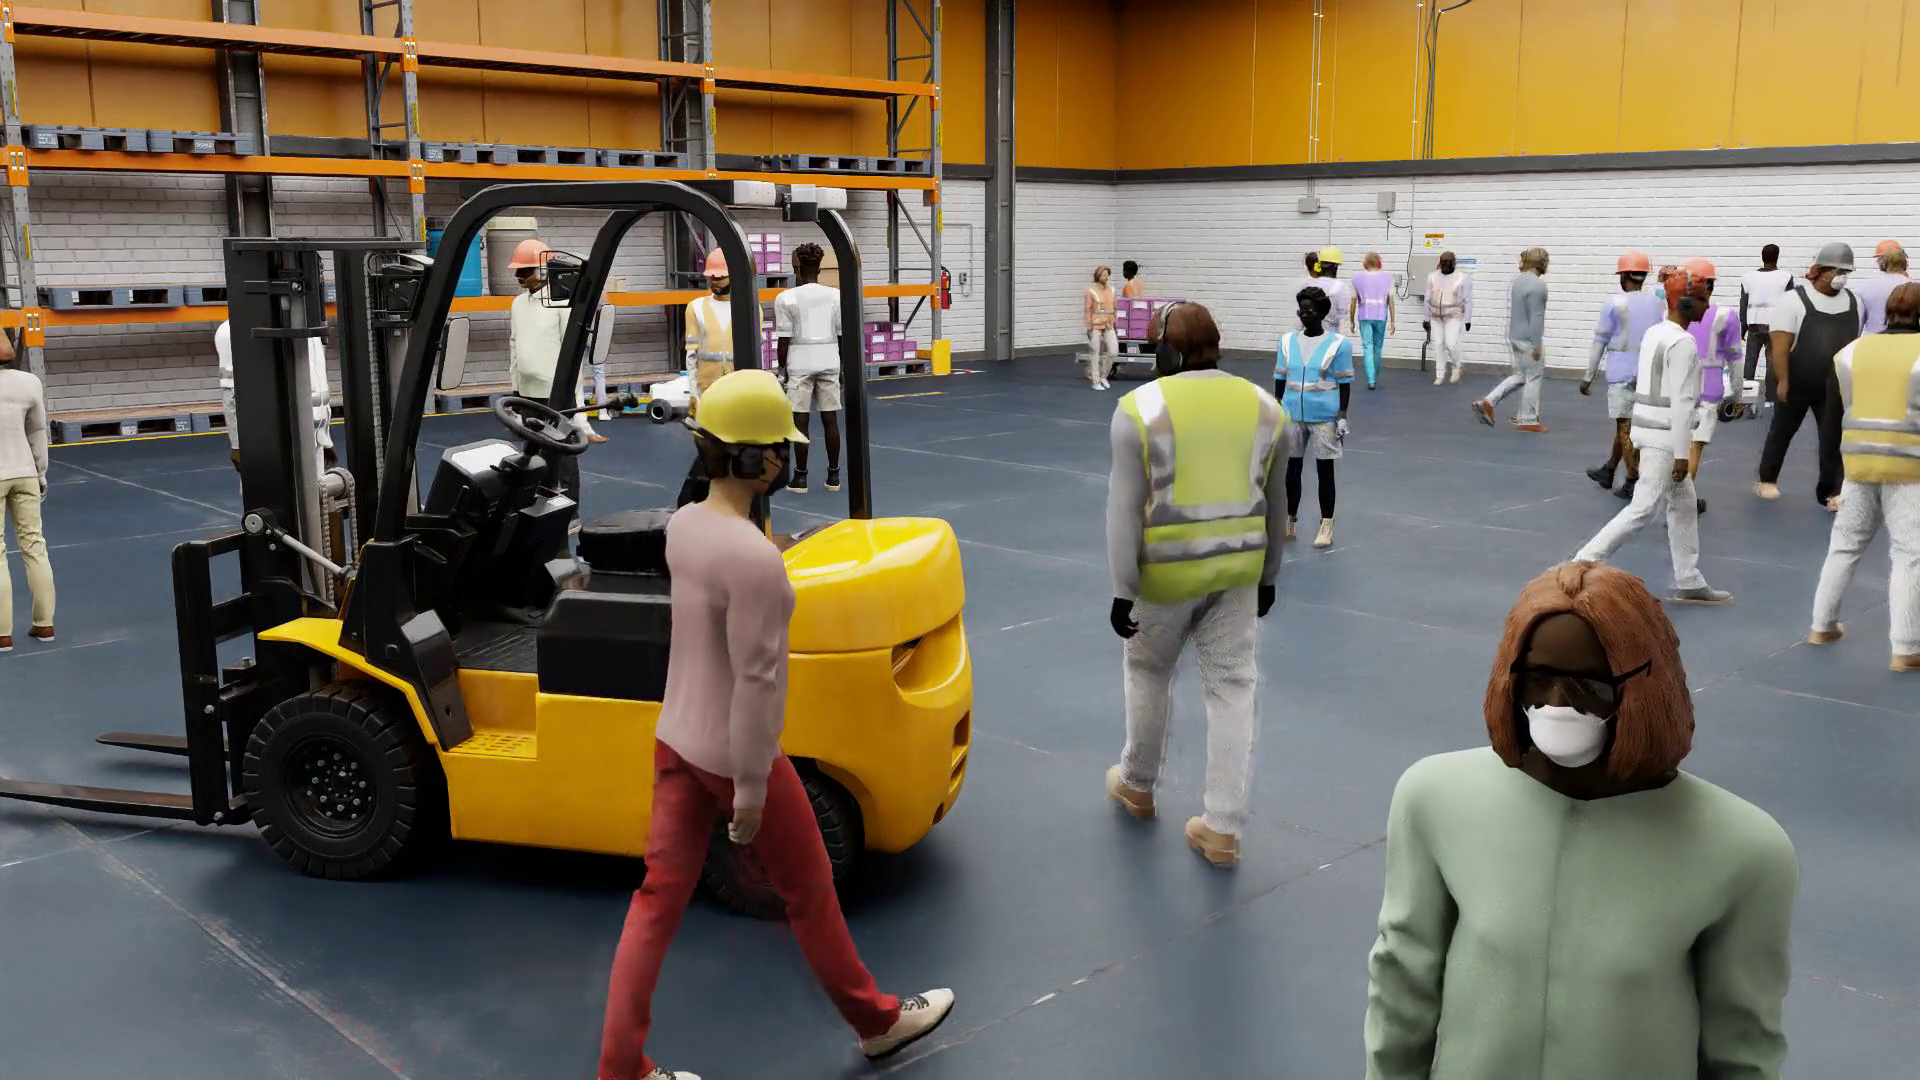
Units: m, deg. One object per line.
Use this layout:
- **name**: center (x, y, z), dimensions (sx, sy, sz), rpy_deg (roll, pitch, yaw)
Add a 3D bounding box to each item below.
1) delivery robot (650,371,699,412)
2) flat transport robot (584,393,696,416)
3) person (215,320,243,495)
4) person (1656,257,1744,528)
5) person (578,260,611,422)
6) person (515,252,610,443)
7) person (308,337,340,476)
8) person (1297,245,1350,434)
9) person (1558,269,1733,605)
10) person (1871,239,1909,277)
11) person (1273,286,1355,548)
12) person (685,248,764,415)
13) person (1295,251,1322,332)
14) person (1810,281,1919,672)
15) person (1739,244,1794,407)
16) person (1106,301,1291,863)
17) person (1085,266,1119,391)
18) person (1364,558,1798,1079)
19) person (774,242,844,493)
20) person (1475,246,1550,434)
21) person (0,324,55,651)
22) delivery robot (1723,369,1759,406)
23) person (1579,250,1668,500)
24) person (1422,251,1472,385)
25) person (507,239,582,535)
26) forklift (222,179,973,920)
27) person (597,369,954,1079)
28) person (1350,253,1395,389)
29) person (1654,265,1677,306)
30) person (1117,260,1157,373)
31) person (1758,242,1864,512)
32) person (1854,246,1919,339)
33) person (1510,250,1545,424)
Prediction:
- **delivery robot**: center (-2.971, -1.586, 17.977), dimensions (0.707, 0.478, 0.477), rpy_deg (1, 11, 6)
- **flat transport robot**: center (-3.561, -1.532, 18.728), dimensions (1.431, 0.197, 0.652), rpy_deg (-2, 11, -9)
- **person**: center (-3.688, -0.577, 8.968), dimensions (0.356, 1.936, 0.551), rpy_deg (6, 12, 28)
- **person**: center (5.108, -1.018, 11.565), dimensions (0.557, 1.880, 1.045), rpy_deg (8, 13, 38)
- **person**: center (-4.057, -2.161, 18.081), dimensions (0.533, 1.767, 0.326), rpy_deg (-1, 10, -7)
- **person**: center (-3.962, -1.863, 16.193), dimensions (0.948, 1.872, 0.646), rpy_deg (-1, 10, -7)
- **person**: center (-3.475, -0.506, 8.732), dimensions (0.353, 1.883, 0.572), rpy_deg (2, 11, 9)
- **person**: center (3.678, -2.004, 16.825), dimensions (0.413, 1.932, 0.607), rpy_deg (-10, 14, -43)
- **person**: center (3.750, -0.538, 9.020), dimensions (0.926, 1.855, 0.592), rpy_deg (1, 10, 7)
- **person**: center (10.591, -2.435, 19.014), dimensions (0.462, 1.972, 0.628), rpy_deg (9, 14, 40)
- **person**: center (2.279, -0.796, 10.822), dimensions (0.540, 1.695, 0.317), rpy_deg (7, 12, 33)
- **person**: center (-1.638, -1.062, 11.630), dimensions (0.546, 1.934, 0.376), rpy_deg (-1, 10, -8)
- **person**: center (3.822, -2.200, 18.047), dimensions (0.406, 1.854, 0.556), rpy_deg (-1, 10, -6)
- **person**: center (4.428, -0.316, 7.916), dimensions (0.442, 1.833, 0.645), rpy_deg (-6, 12, -31)
- **person**: center (9.512, -2.529, 19.659), dimensions (0.592, 1.922, 0.392), rpy_deg (9, 14, 40)
- **person**: center (0.745, 0.110, 5.585), dimensions (0.661, 1.800, 0.874), rpy_deg (-3, 11, -14)
- **person**: center (1.851, -2.753, 21.669), dimensions (0.543, 1.623, 0.375), rpy_deg (-6, 12, -31)
- **person**: center (0.769, 0.825, 2.154), dimensions (0.507, 1.631, 0.266), rpy_deg (6, 12, 29)
- **person**: center (-1.166, -1.351, 13.114), dimensions (0.606, 1.966, 0.367), rpy_deg (-4, 11, -21)
- **person**: center (5.705, -2.027, 16.944), dimensions (0.651, 1.919, 0.632), rpy_deg (0, 10, 0)
- **person**: center (-4.707, -0.275, 8.145), dimensions (0.279, 1.636, 0.500), rpy_deg (6, 12, 29)
- **delivery robot**: center (8.440, -1.645, 18.315), dimensions (0.707, 0.478, 0.477), rpy_deg (-5, 11, -26)
- **person**: center (5.138, -1.294, 13.001), dimensions (0.549, 1.899, 0.924), rpy_deg (-3, 11, -16)
- **person**: center (6.577, -2.989, 22.481), dimensions (0.632, 1.818, 0.439), rpy_deg (8, 13, 38)
- **person**: center (-2.818, -1.018, 11.226), dimensions (0.623, 1.989, 0.391), rpy_deg (7, 13, 34)
- **forklift**: center (-1.114, -0.058, 5.440), dimensions (2.313, 2.155, 1.214), rpy_deg (2, 11, 13)
- **person**: center (-0.472, 0.467, 3.881), dimensions (0.902, 1.721, 0.527), rpy_deg (-7, 13, -35)
- **person**: center (5.474, -2.904, 22.088), dimensions (0.582, 1.780, 1.013), rpy_deg (1, 10, 7)
- **person**: center (9.083, -2.729, 21.514), dimensions (0.314, 1.641, 0.515), rpy_deg (7, 13, 35)
- **person**: center (2.596, -3.280, 24.460), dimensions (0.831, 1.668, 0.540), rpy_deg (5, 11, 24)
- **person**: center (6.362, -1.257, 12.397), dimensions (0.690, 2.000, 1.060), rpy_deg (0, 10, 2)
- **person**: center (8.609, -1.757, 15.446), dimensions (0.651, 1.917, 0.538), rpy_deg (6, 12, 30)
- **person**: center (6.129, -2.181, 17.908), dimensions (0.309, 1.868, 0.535), rpy_deg (4, 11, 19)
